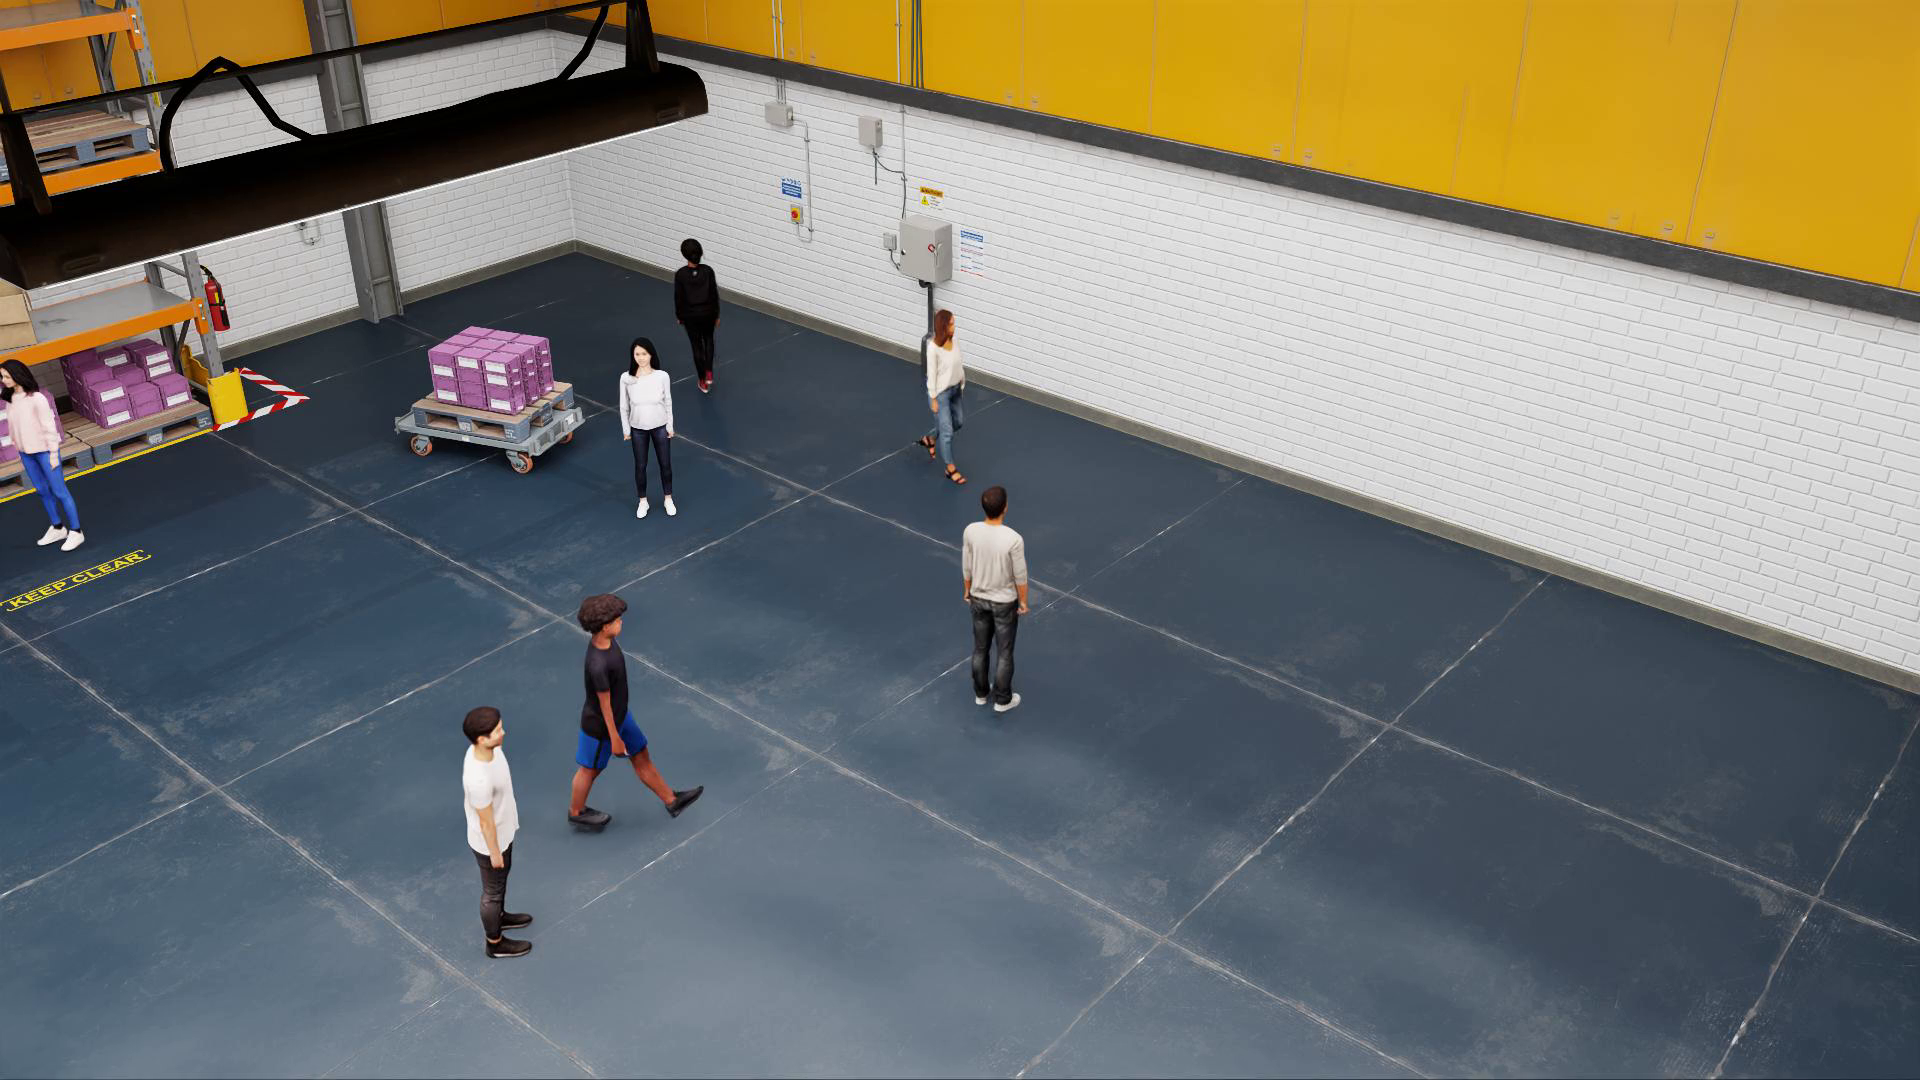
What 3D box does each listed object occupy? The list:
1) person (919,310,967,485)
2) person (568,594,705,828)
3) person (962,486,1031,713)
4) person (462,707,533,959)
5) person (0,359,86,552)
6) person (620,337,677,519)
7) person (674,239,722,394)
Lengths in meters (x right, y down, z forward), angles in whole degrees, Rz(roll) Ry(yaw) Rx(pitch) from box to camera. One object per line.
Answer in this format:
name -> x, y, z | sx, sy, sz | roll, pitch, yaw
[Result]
person -> -0.185, -1.380, 15.668 | 0.690, 1.667, 0.780 | 21, 35, 34
person -> -2.414, 1.191, 10.883 | 1.179, 1.736, 1.155 | -1, 29, -1
person -> 0.243, 0.432, 12.192 | 0.724, 1.815, 0.667 | 11, 31, 20
person -> -2.803, 1.724, 9.927 | 0.739, 1.715, 0.695 | -4, 29, -8
person -> -7.963, -0.749, 14.406 | 0.711, 1.768, 0.653 | 11, 31, 20
person -> -2.797, -1.023, 14.979 | 0.688, 1.701, 0.768 | -5, 29, -10
person -> -2.719, -2.317, 17.392 | 0.680, 1.662, 0.774 | -8, 30, -15
